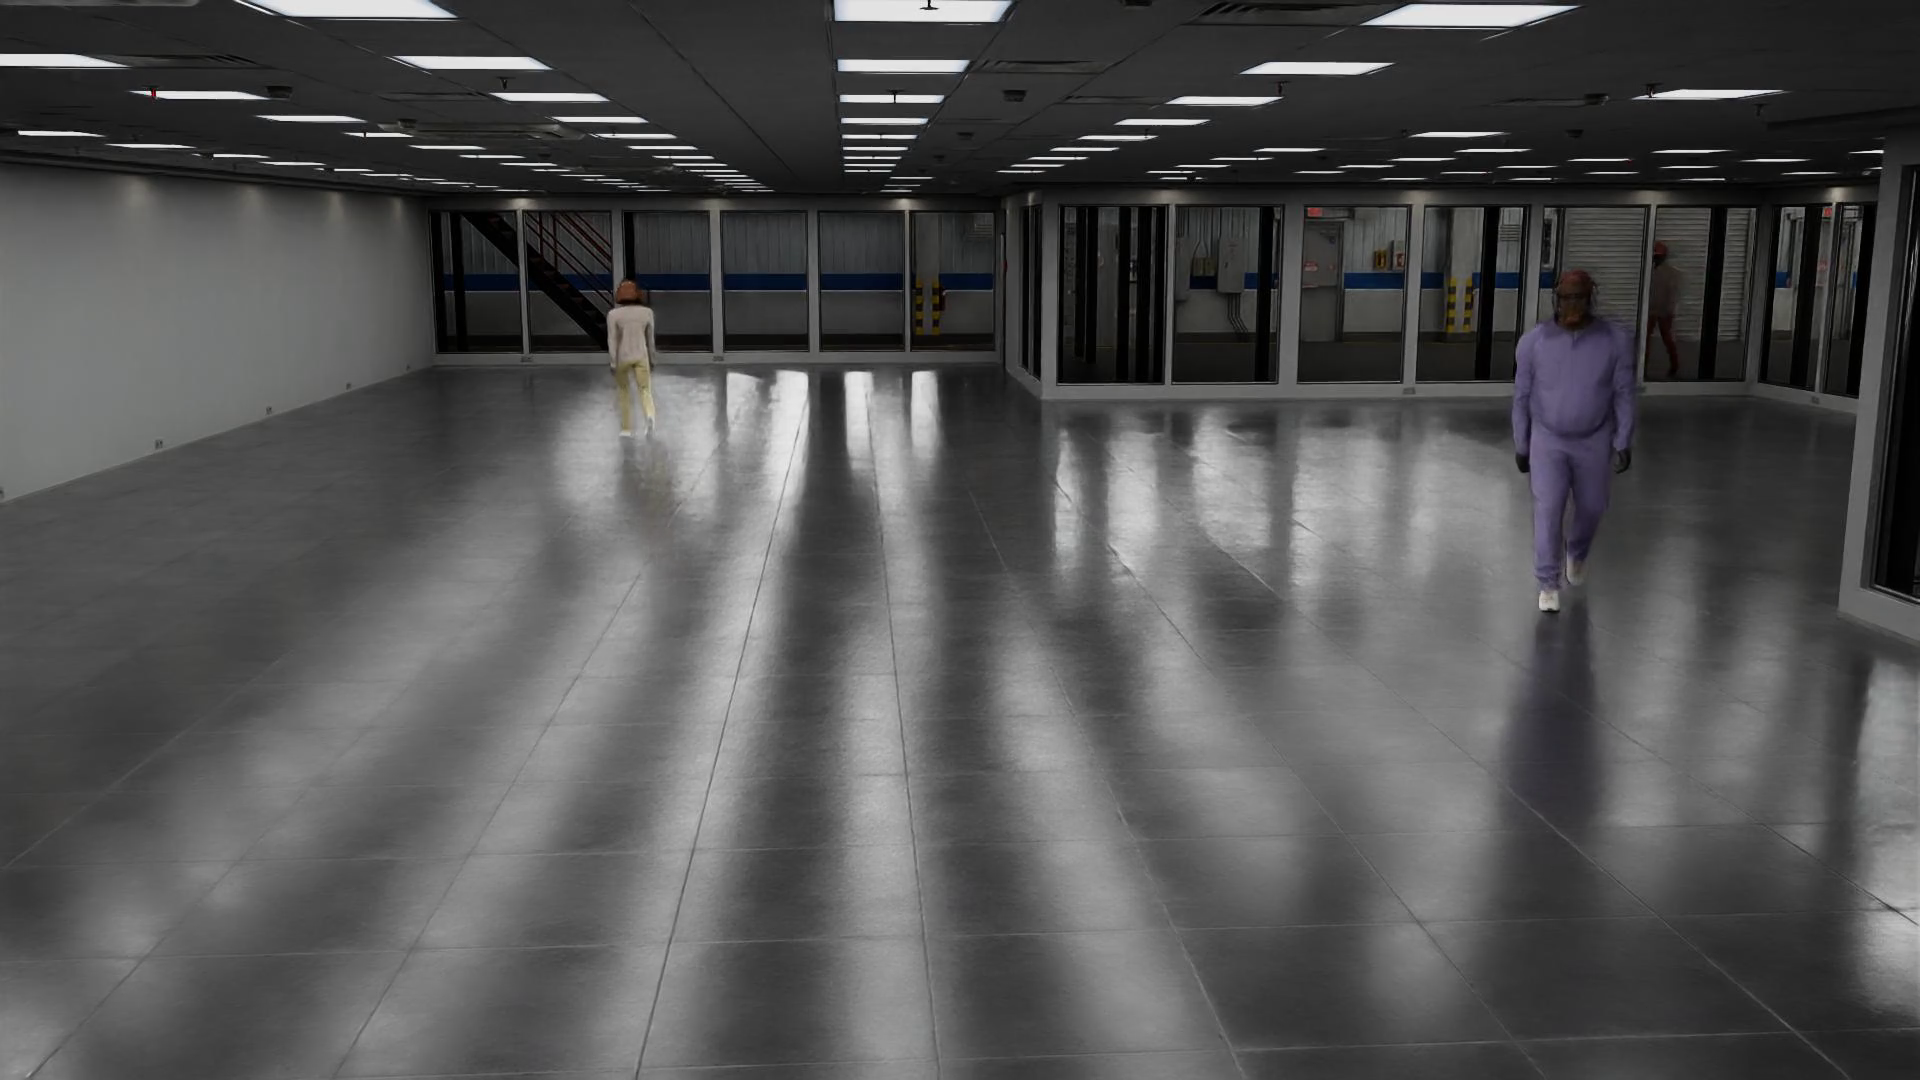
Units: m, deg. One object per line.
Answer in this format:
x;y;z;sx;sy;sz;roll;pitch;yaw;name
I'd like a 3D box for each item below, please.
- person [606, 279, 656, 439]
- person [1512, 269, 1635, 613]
-3.276;-1.801;16.663;0.507;1.612;0.681;-5;12;-25;person
3.429;-0.578;9.355;0.645;1.885;0.797;3;11;13;person
